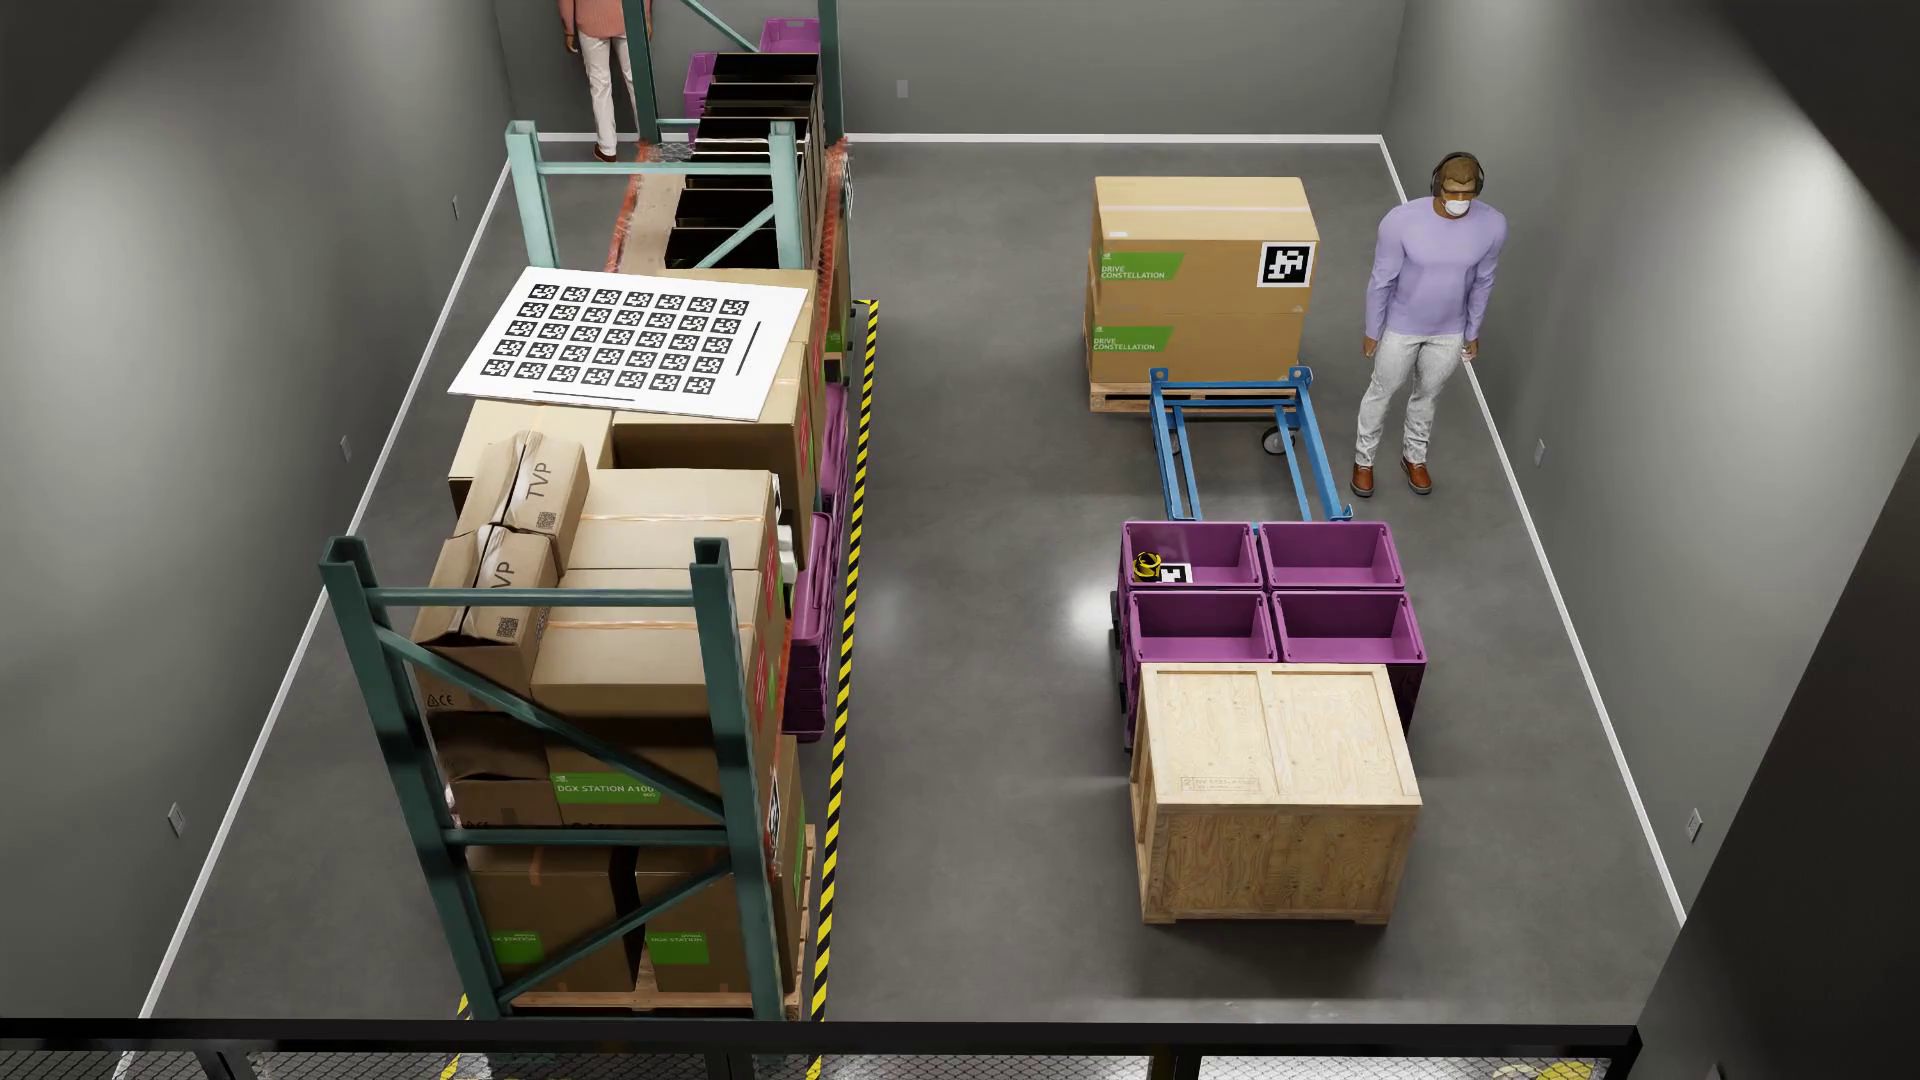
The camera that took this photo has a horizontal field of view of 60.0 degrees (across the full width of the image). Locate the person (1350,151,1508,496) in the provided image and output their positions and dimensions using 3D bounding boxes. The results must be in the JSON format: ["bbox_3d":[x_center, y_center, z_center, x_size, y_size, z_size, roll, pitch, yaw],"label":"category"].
[{"bbox_3d":[2.323,-1.063,8.326,0.631,1.940,0.372,-2,41,-2],"label":"person"}]

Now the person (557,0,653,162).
[{"bbox_3d":[-2.330,-3.428,10.980,0.622,1.994,0.381,-16,44,-18],"label":"person"}]

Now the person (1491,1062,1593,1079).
[{"bbox_3d":[1.604,2.067,4.835,0.403,1.833,0.586,5,42,6],"label":"person"}]
